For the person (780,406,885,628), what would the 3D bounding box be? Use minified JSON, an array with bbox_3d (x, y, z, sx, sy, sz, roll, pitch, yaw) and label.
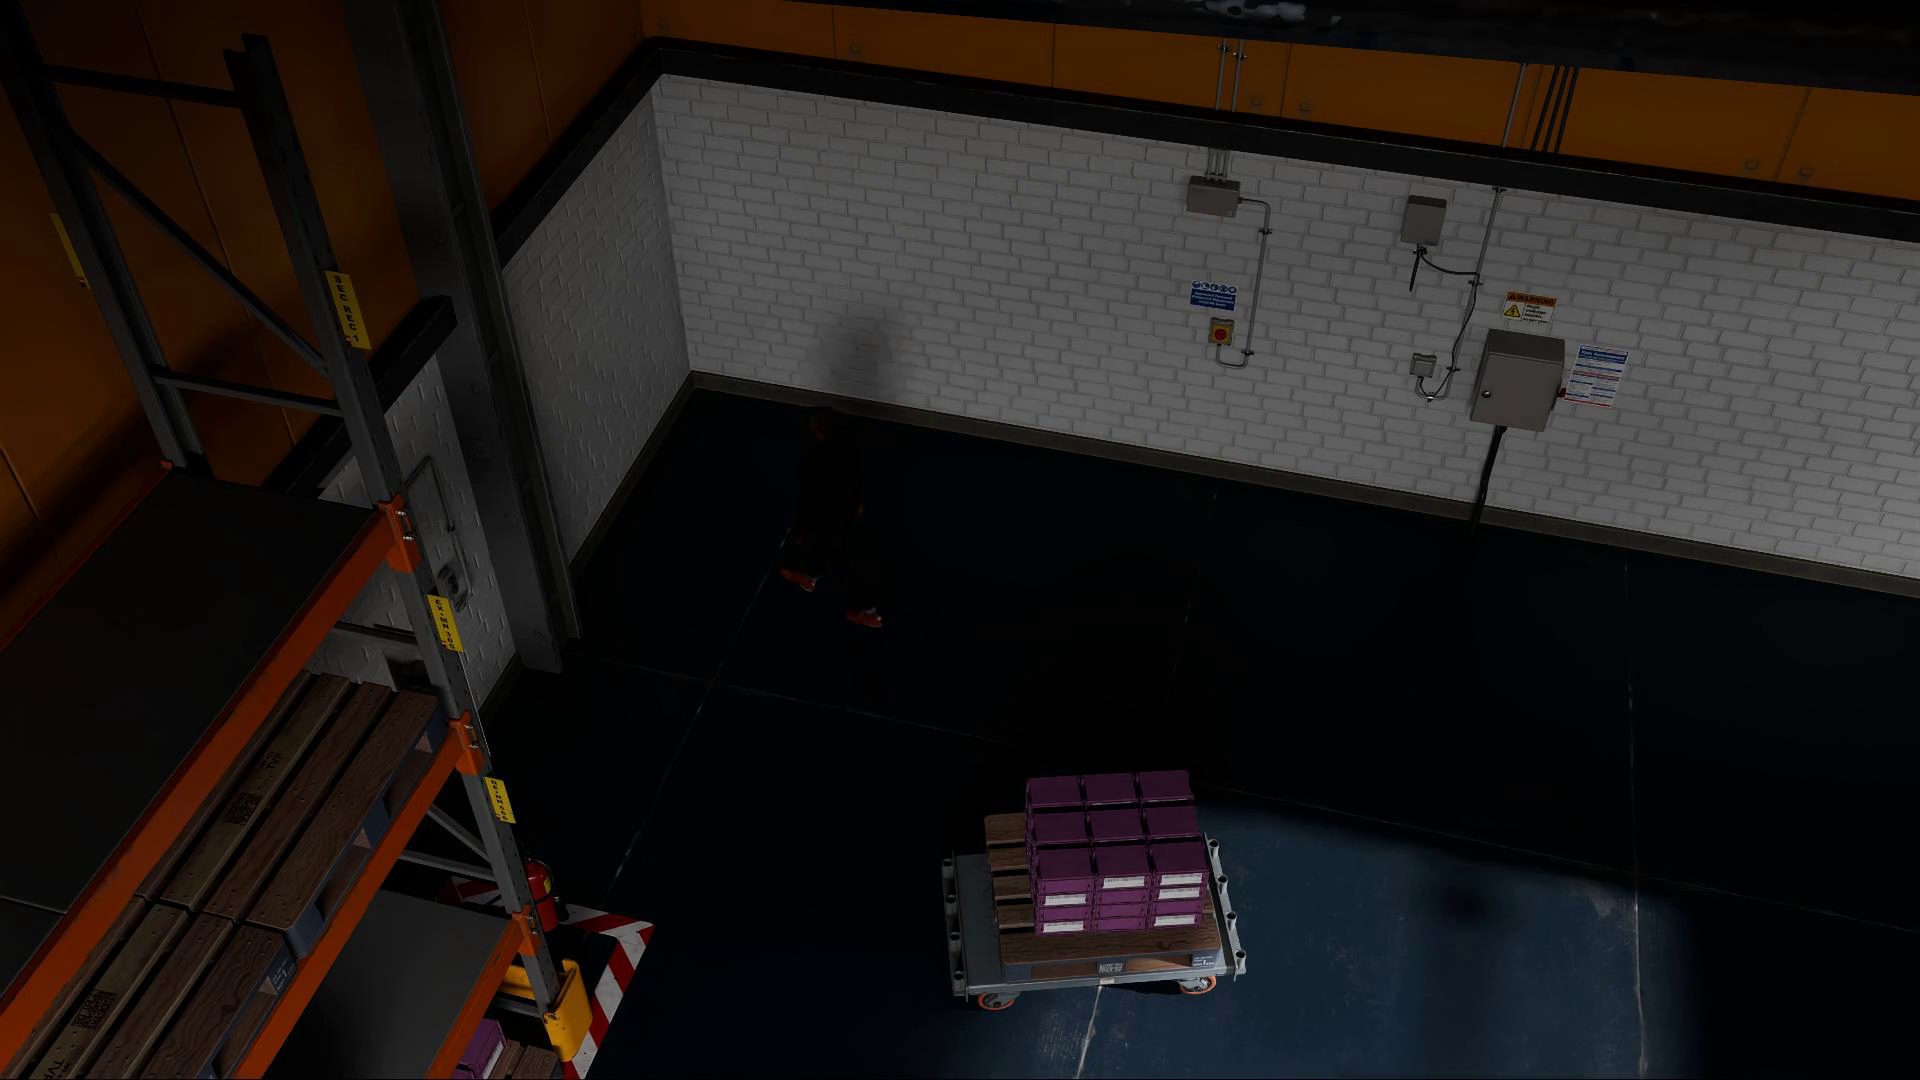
[{"bbox_3d":[-0.794,-0.112,11.099,0.971,1.776,1.164,22,48,21],"label":"person"}]
